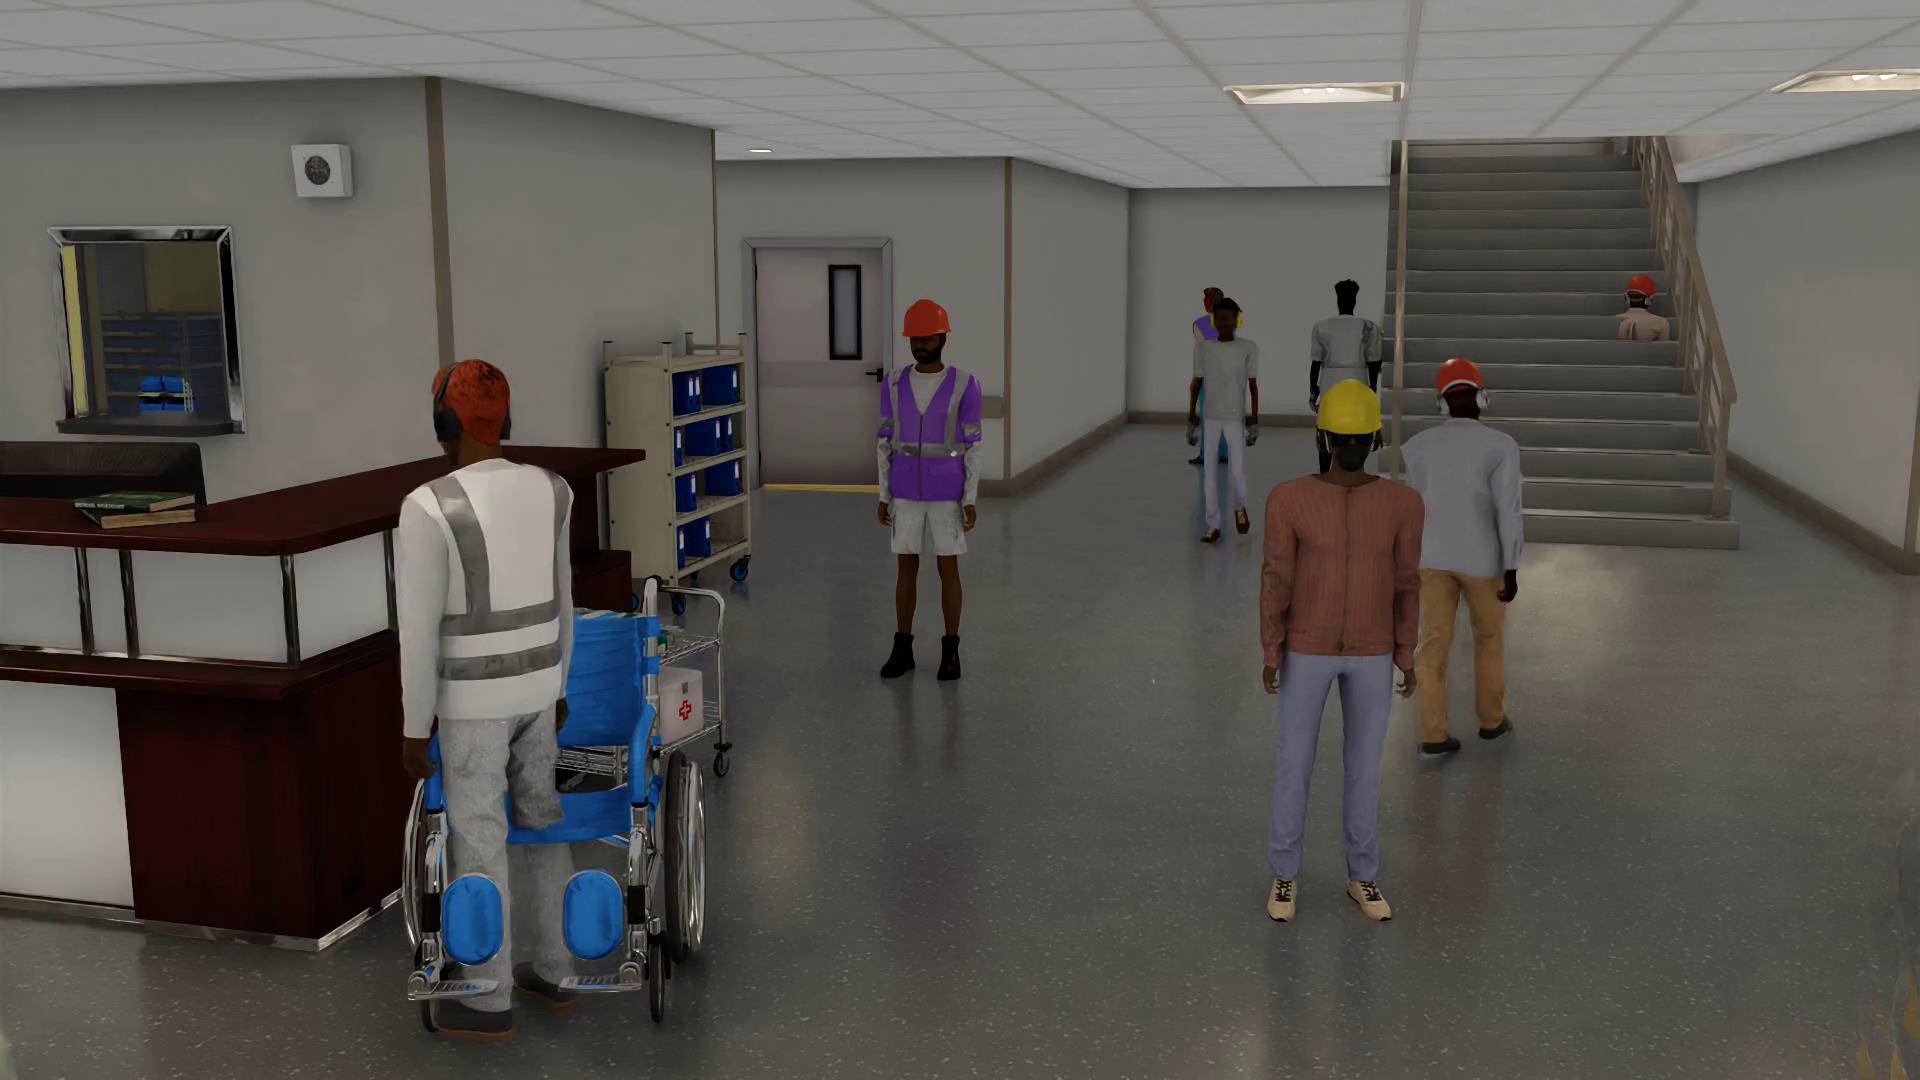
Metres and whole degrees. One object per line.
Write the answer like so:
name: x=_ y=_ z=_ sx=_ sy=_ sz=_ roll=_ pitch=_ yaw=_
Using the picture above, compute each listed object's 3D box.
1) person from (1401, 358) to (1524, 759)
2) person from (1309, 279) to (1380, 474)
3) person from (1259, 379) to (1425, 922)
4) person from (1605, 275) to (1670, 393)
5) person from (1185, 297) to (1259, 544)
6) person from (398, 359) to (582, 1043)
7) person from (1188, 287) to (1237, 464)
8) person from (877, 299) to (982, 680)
person: x=2.205 y=0.067 z=7.280 sx=0.586 sy=1.707 sz=0.725 roll=8 pitch=12 yaw=39
person: x=3.427 y=-1.342 z=14.859 sx=0.608 sy=1.960 sz=0.369 roll=2 pitch=10 yaw=12
person: x=1.228 y=0.364 z=5.384 sx=0.525 sy=1.769 sz=0.308 roll=0 pitch=10 yaw=0
person: x=6.049 y=-1.372 z=14.922 sx=0.608 sy=1.995 sz=0.377 roll=7 pitch=12 yaw=37
person: x=1.983 y=-0.903 z=12.580 sx=0.551 sy=1.856 sz=0.461 roll=4 pitch=10 yaw=21
person: x=-1.288 y=0.440 z=4.613 sx=0.351 sy=1.877 sz=0.583 roll=6 pitch=11 yaw=32
person: x=2.637 y=-1.698 z=17.284 sx=0.566 sy=1.847 sz=0.389 roll=-7 pitch=12 yaw=-35
person: x=-0.166 y=-0.247 z=8.466 sx=0.543 sy=1.940 sz=0.361 roll=2 pitch=10 yaw=14
